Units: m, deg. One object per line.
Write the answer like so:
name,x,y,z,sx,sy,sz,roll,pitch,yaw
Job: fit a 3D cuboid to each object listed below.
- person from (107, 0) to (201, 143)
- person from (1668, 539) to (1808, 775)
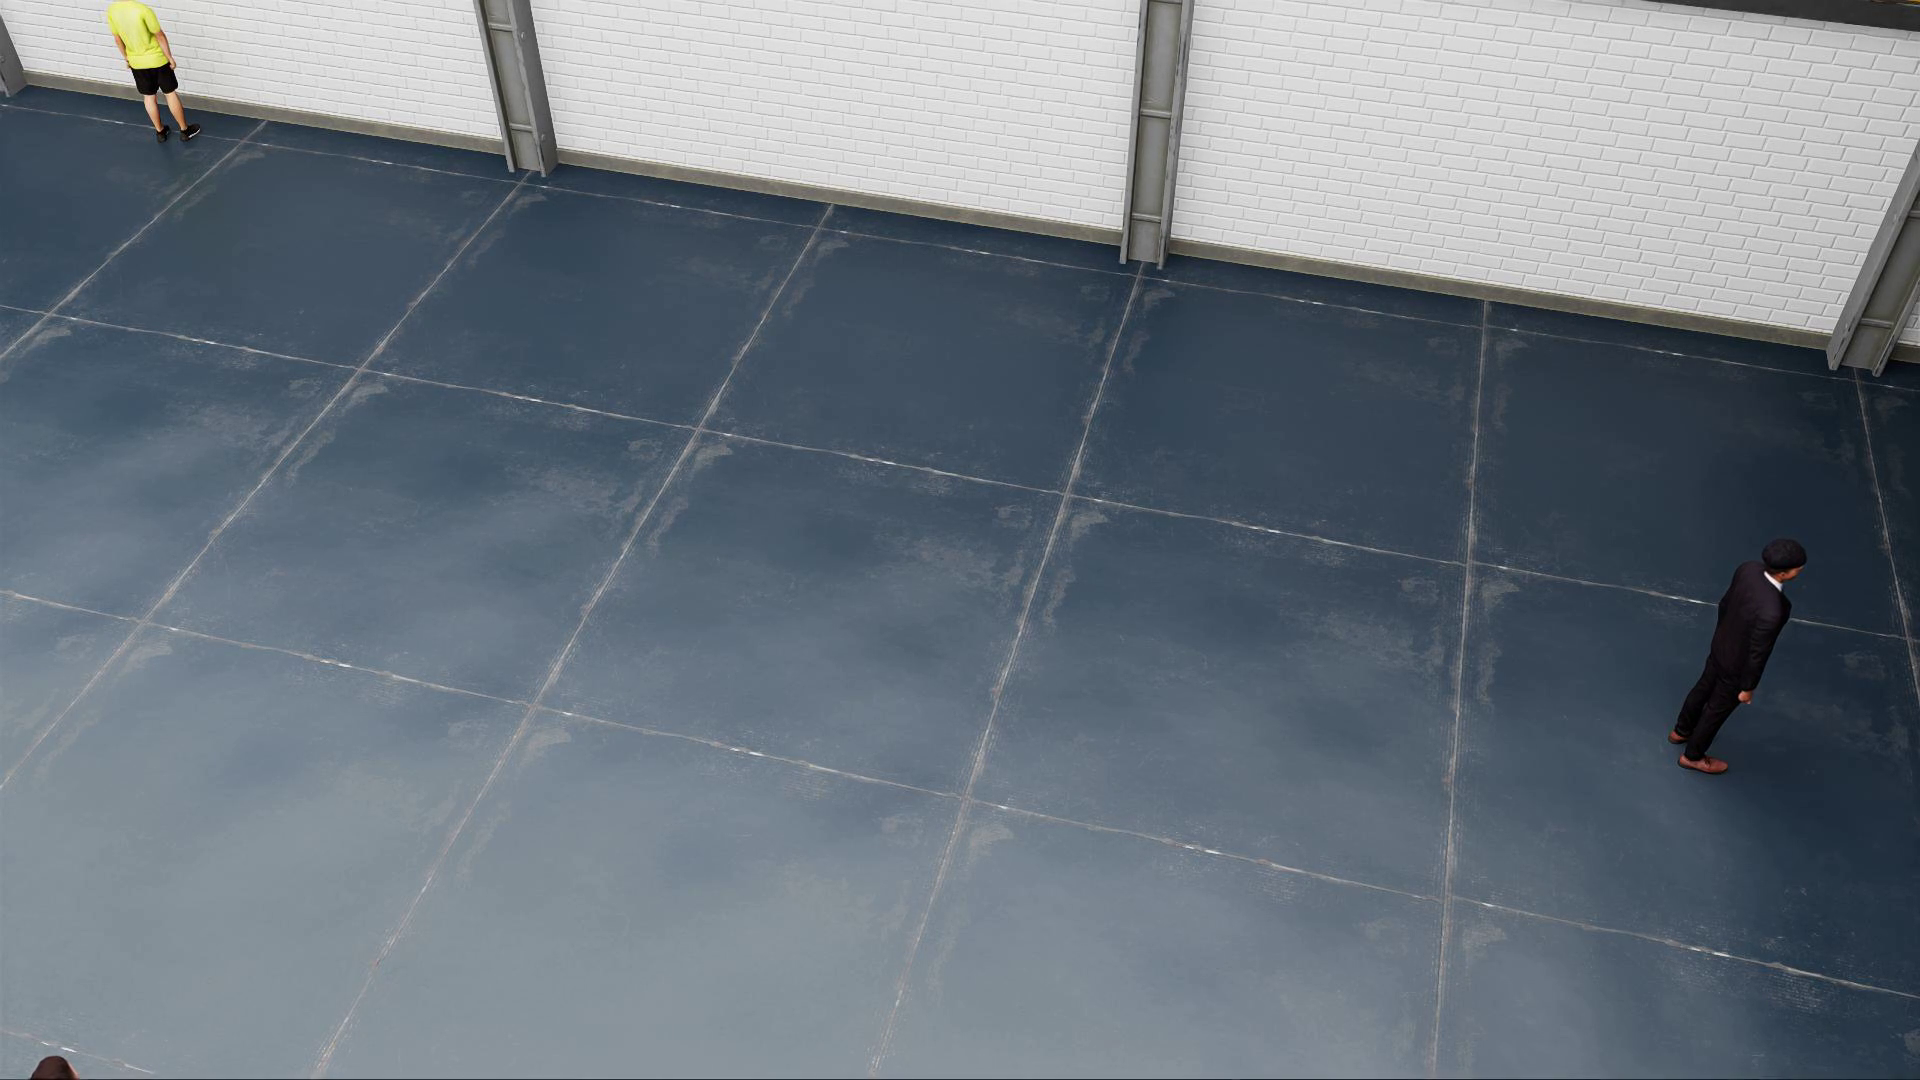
person,-7.798,-4.635,15.952,0.553,1.708,0.742,0,44,0
person,4.767,0.698,10.227,0.652,1.884,0.748,0,44,0
